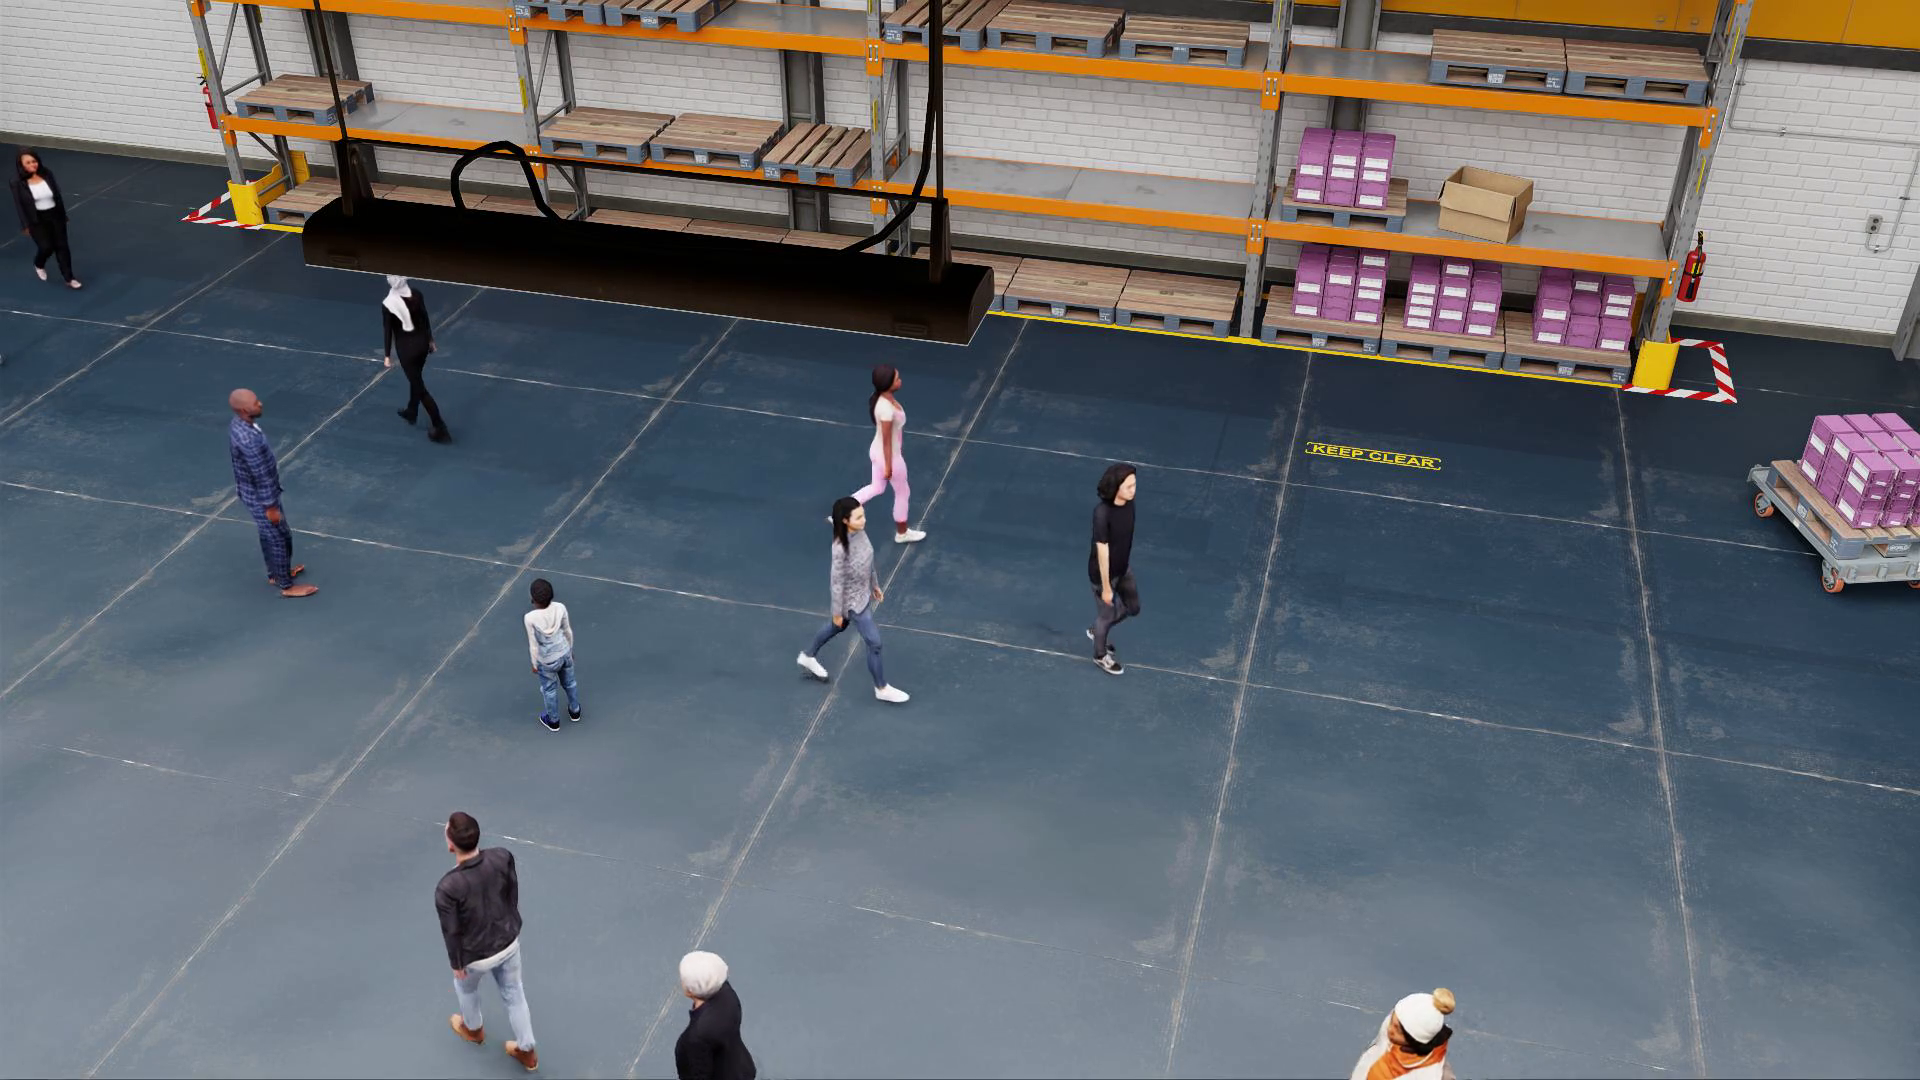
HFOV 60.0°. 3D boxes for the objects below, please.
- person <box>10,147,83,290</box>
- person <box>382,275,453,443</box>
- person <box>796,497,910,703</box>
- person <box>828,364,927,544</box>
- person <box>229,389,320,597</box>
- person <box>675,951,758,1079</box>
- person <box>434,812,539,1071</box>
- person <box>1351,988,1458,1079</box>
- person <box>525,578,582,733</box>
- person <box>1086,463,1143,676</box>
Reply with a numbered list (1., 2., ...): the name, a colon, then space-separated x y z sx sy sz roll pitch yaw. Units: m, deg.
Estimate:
1. person: -9.972 -3.495 18.052 0.895 1.602 0.780 20 39 28
2. person: -4.912 -1.667 15.162 1.027 1.756 0.773 17 37 24
3. person: -0.869 0.403 12.106 1.131 1.692 0.608 8 35 12
4. person: -0.698 -0.670 13.699 1.132 1.717 0.941 -9 35 -13
5. person: -5.546 -0.378 13.166 0.873 1.819 0.831 -19 38 -26
6. person: -1.139 2.786 8.224 1.116 1.739 0.834 13 36 18
7. person: -2.558 2.278 9.171 1.023 1.818 0.911 26 42 34
8. person: 2.272 2.853 8.278 1.289 1.850 0.973 -4 34 -6
9. person: -2.919 0.808 11.887 0.569 1.261 0.621 -23 40 -30
10. person: 1.055 0.181 12.326 0.807 1.818 0.772 25 41 33
